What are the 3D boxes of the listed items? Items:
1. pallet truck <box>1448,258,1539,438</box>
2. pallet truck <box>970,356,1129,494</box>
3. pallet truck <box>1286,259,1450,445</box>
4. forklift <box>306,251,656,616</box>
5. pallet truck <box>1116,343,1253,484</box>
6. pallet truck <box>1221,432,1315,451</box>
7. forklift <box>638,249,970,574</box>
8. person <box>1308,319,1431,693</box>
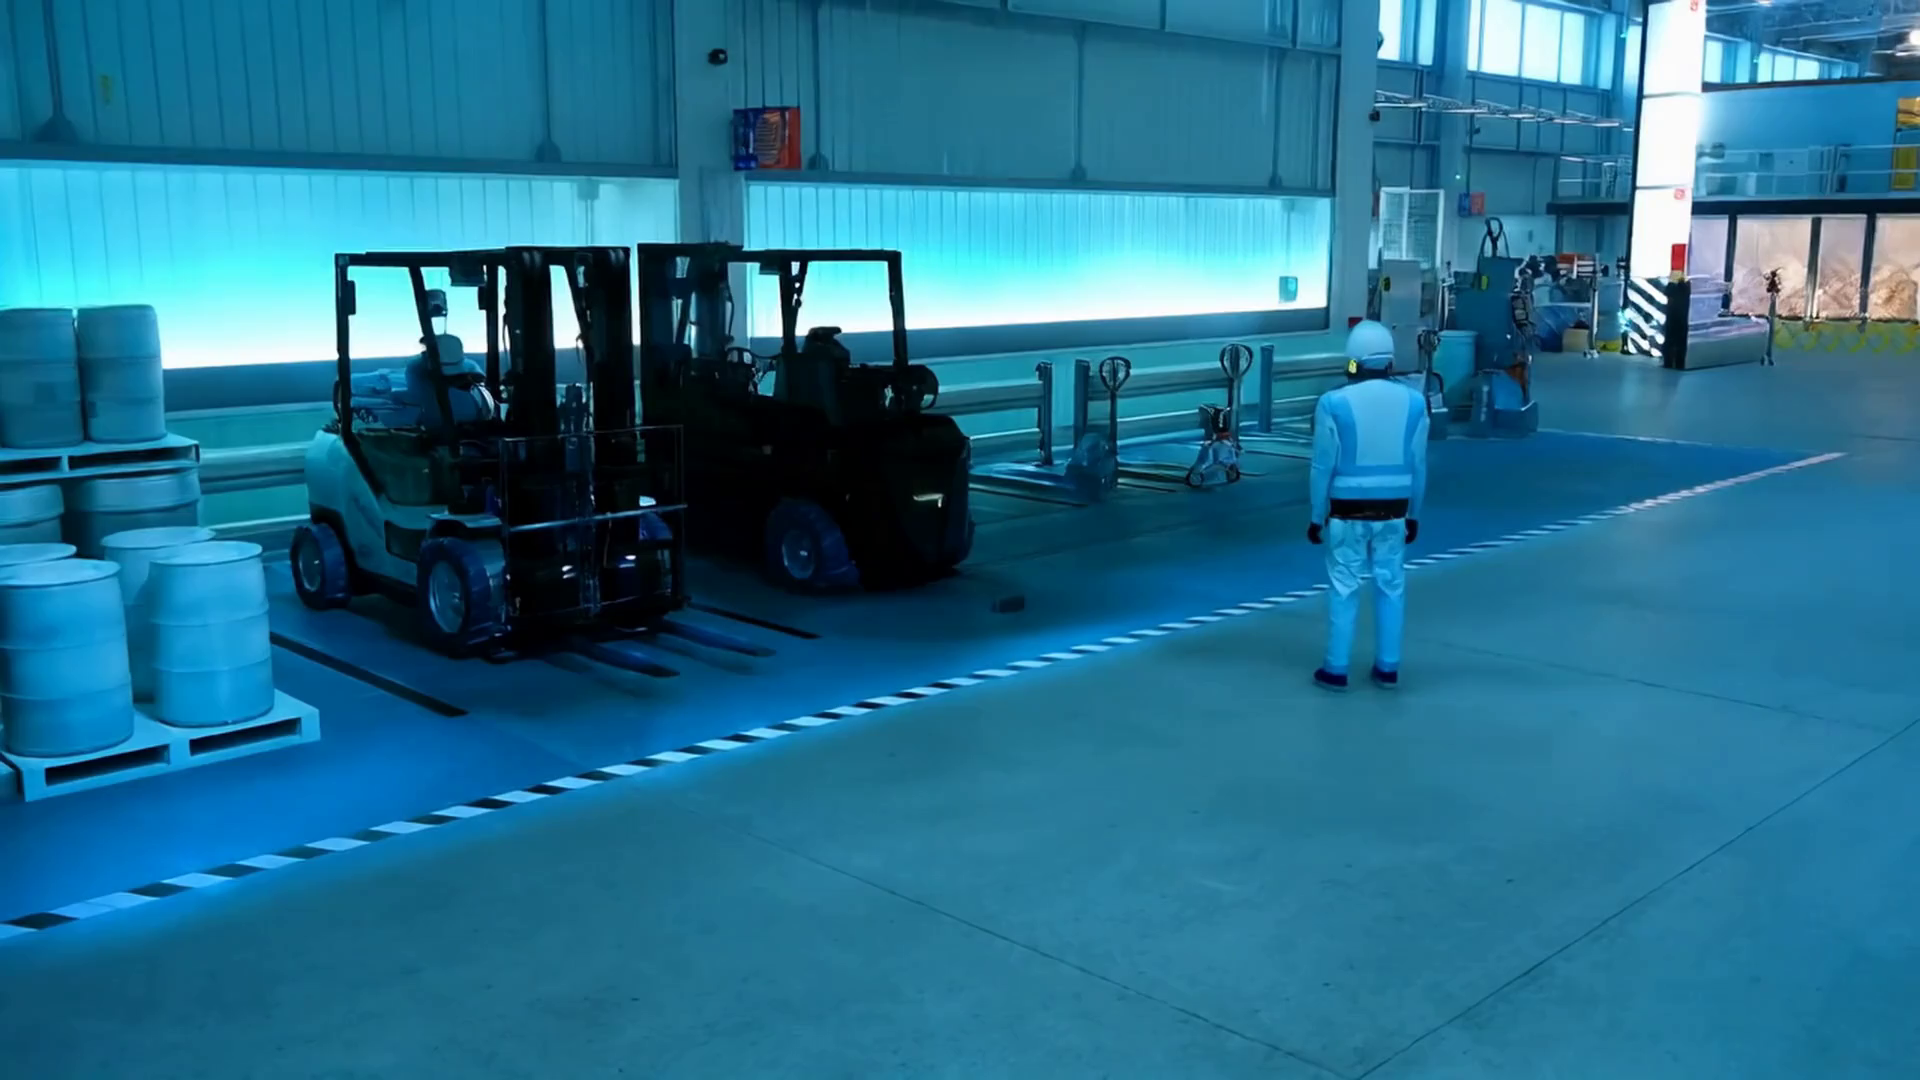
[{"bbox_3d":[5.704,-2.208,18.901,1.885,1.965,0.823,10,14,43],"label":"pallet truck"},{"bbox_3d":[0.784,-1.085,14.876,0.680,1.201,1.601,-10,14,-44],"label":"pallet truck"},{"bbox_3d":[4.493,-2.078,18.196,0.823,1.965,1.885,-9,14,-40],"label":"pallet truck"},{"bbox_3d":[-2.833,-0.669,9.694,1.157,1.987,2.680,-10,14,-44],"label":"forklift"},{"bbox_3d":[1.962,-1.215,15.415,1.522,1.261,0.704,10,14,43],"label":"pallet truck"},{"bbox_3d":[3.563,-1.581,17.381,0.653,1.274,1.630,-10,14,-44],"label":"pallet truck"},{"bbox_3d":[-1.173,-0.958,11.239,2.680,1.987,1.157,10,14,43],"label":"forklift"},{"bbox_3d":[1.987,-0.158,8.165,0.590,1.837,0.404,-2,11,-9],"label":"person"}]
